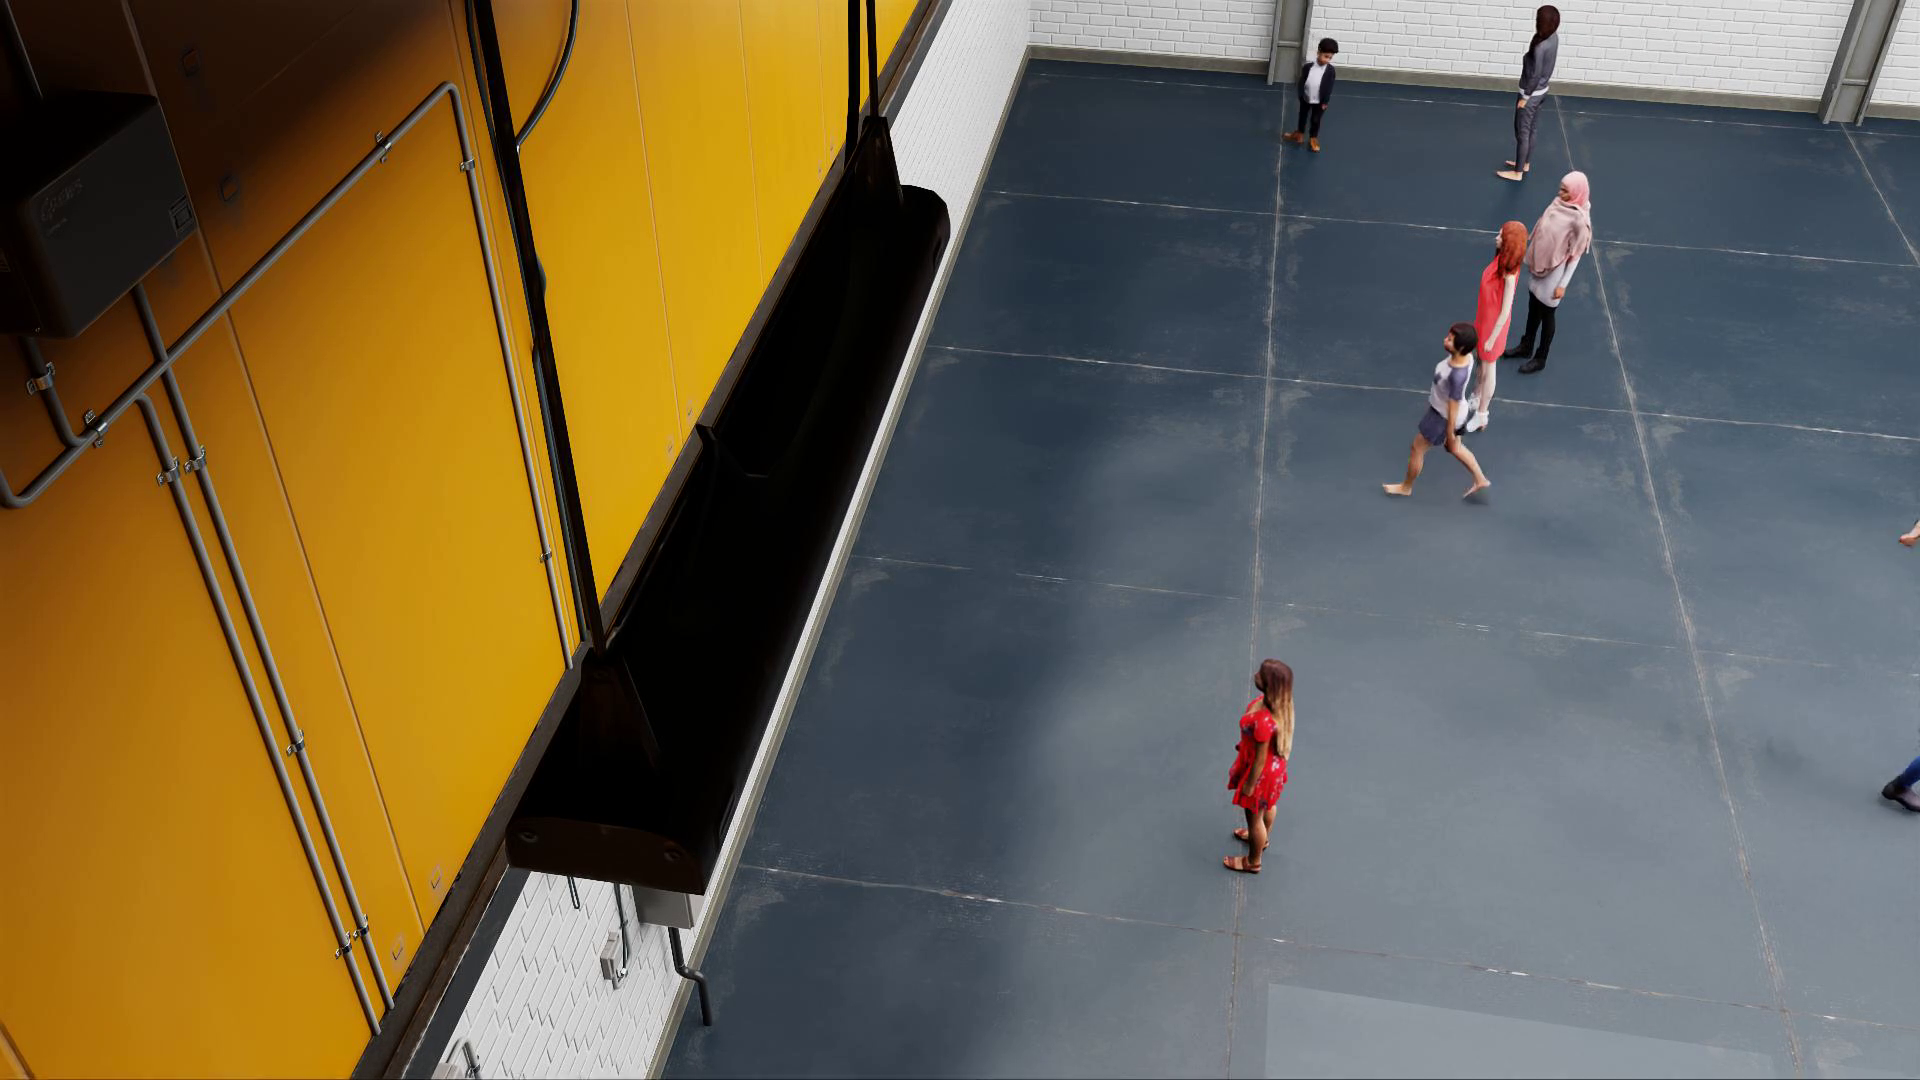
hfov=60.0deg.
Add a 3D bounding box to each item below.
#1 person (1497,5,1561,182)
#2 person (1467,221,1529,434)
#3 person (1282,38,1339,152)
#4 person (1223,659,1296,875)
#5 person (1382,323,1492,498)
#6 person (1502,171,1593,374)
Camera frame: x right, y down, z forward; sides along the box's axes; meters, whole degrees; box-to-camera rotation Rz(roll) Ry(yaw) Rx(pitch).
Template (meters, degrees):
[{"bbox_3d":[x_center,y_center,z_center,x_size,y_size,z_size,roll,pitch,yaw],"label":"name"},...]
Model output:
[{"bbox_3d":[5.741,-4.478,16.625,0.665,1.771,0.685,24,44,27],"label":"person"},{"bbox_3d":[4.192,-1.680,13.075,0.508,1.828,0.594,4,39,5],"label":"person"},{"bbox_3d":[3.662,-4.663,17.305,0.562,1.210,0.756,30,47,32],"label":"person"},{"bbox_3d":[1.741,1.299,9.534,0.632,1.592,0.630,18,42,21],"label":"person"},{"bbox_3d":[3.697,-0.929,12.370,1.043,1.534,0.688,14,41,17],"label":"person"},{"bbox_3d":[4.899,-2.224,13.776,0.737,1.804,0.727,-10,40,-12],"label":"person"}]
